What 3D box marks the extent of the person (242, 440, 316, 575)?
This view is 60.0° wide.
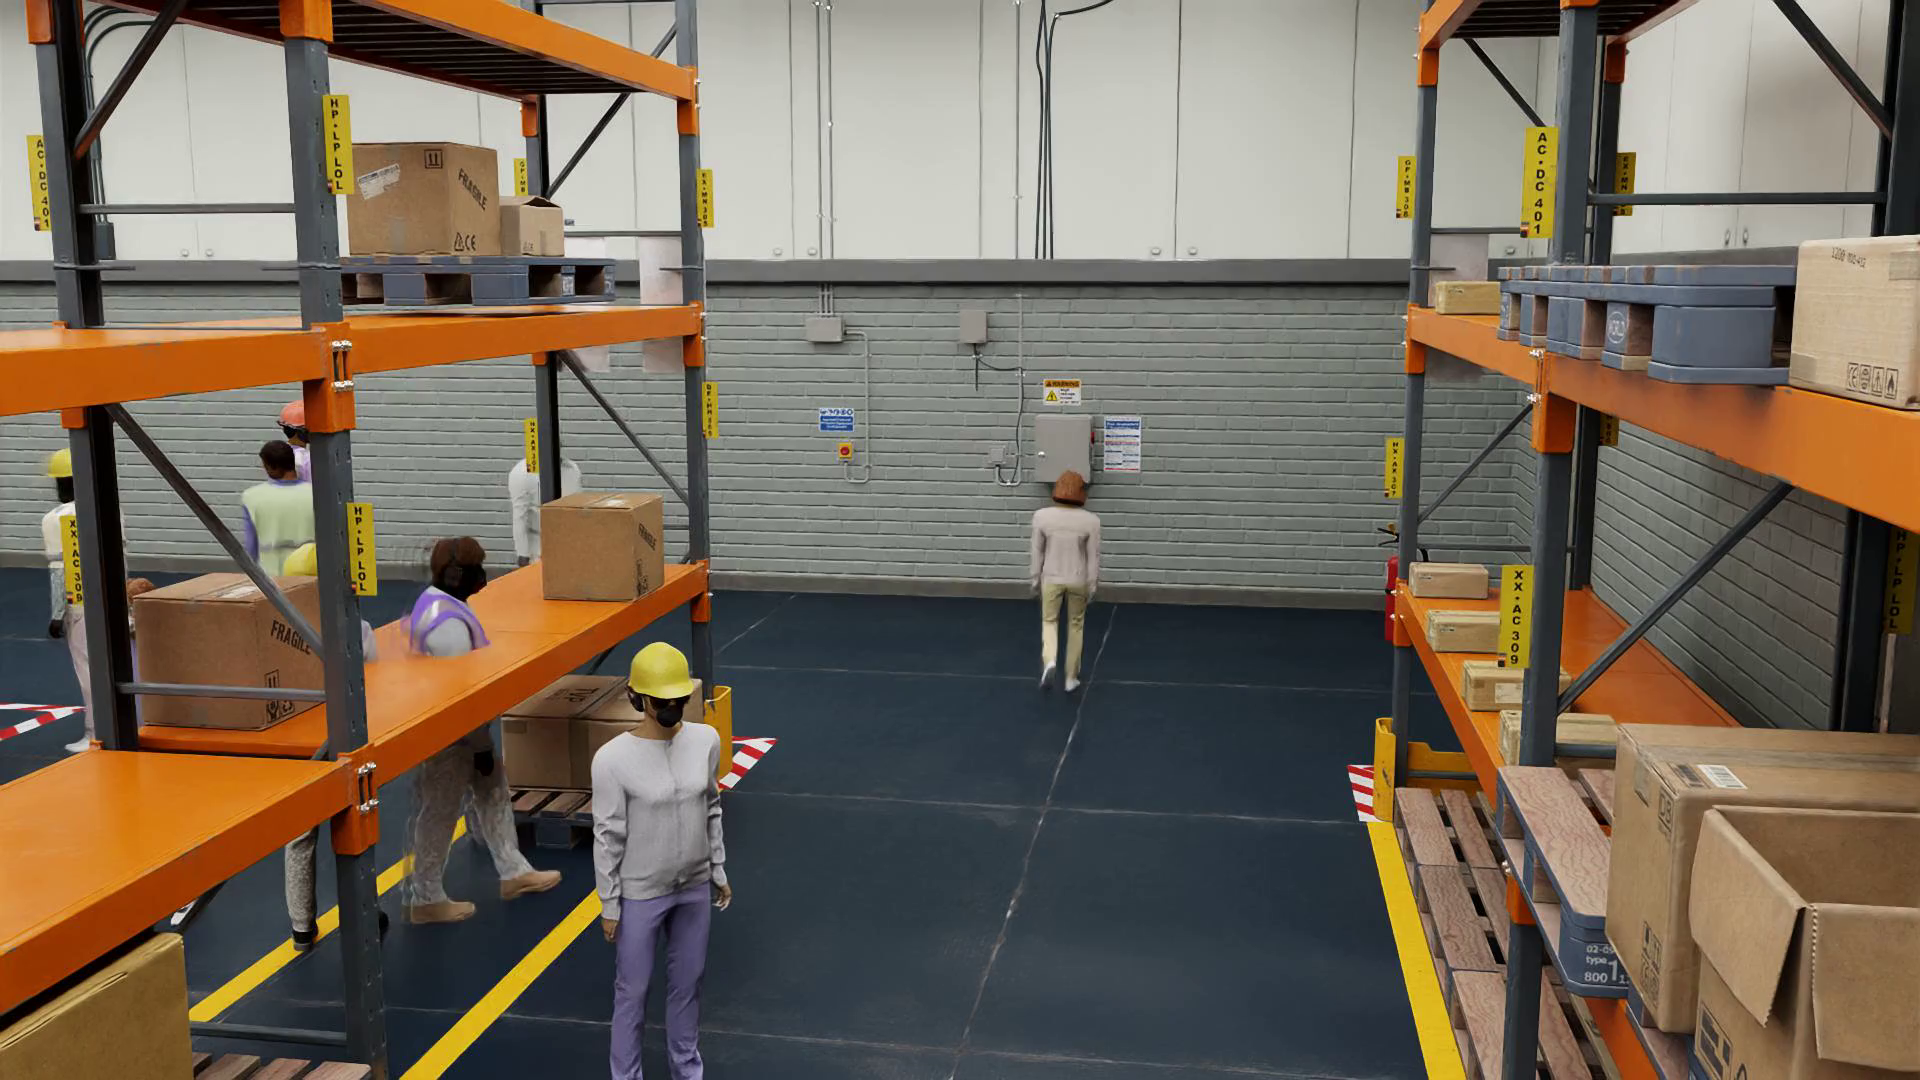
[{"bbox_3d":[-4.586,0.243,11.477,0.634,1.883,0.668,-4,10,-25],"label":"person"}]

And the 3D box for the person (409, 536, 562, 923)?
[{"bbox_3d":[-2.233,0.879,7.785,0.831,1.809,0.656,-3,10,-18],"label":"person"}]

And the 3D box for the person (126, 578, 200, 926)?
[{"bbox_3d":[-3.747,0.978,7.717,0.509,1.632,0.269,2,9,11],"label":"person"}]

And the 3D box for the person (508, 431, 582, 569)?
[{"bbox_3d":[-3.114,0.047,12.686,0.402,1.889,0.708,7,12,37],"label":"person"}]

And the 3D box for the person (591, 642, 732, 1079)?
[{"bbox_3d":[-1.027,1.219,5.822,0.535,1.767,0.315,-9,13,-43],"label":"person"}]

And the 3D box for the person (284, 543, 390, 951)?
[{"bbox_3d":[-2.853,0.923,7.437,0.588,1.835,0.403,-2,9,-11],"label":"person"}]

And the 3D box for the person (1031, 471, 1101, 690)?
[{"bbox_3d":[0.749,0.312,11.885,0.509,1.613,0.500,1,9,9],"label":"person"}]

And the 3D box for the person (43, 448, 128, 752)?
[{"bbox_3d":[-5.518,0.379,10.510,0.385,1.925,0.595,3,10,17],"label":"person"}]
